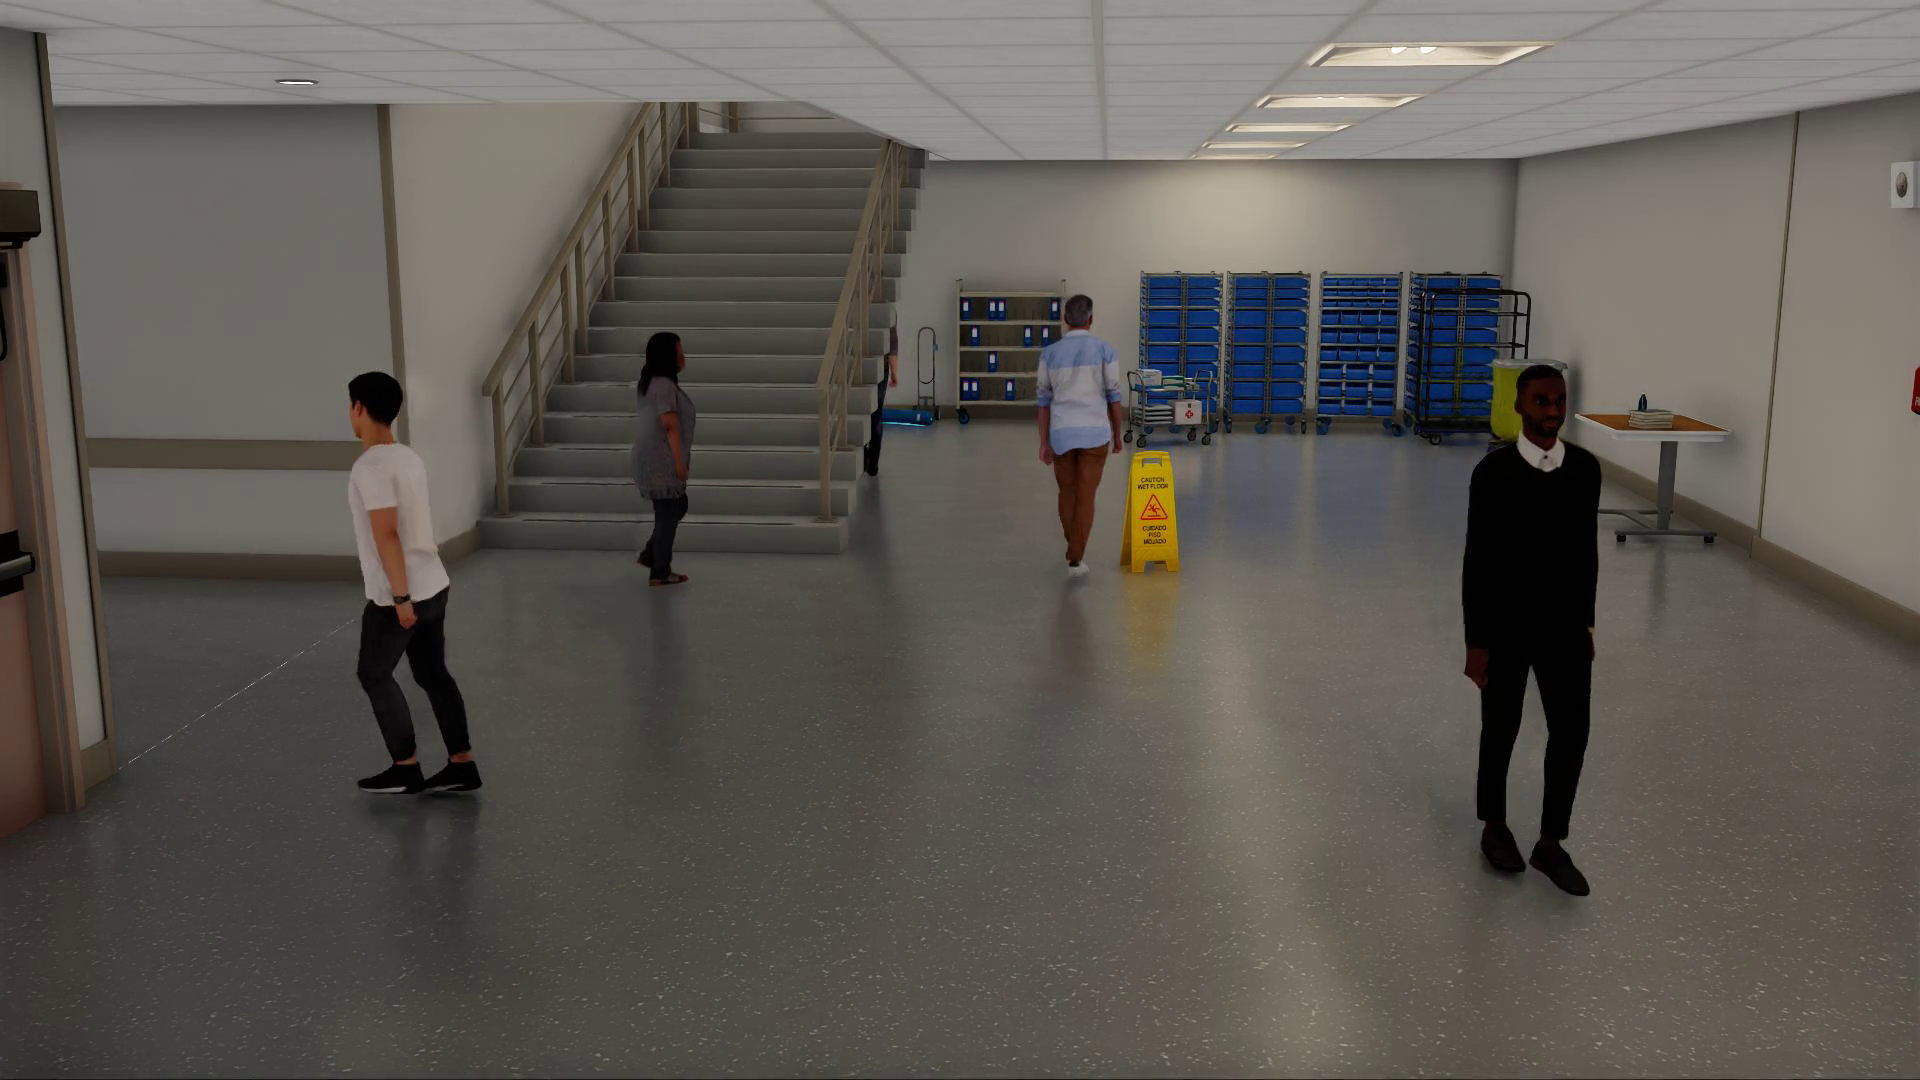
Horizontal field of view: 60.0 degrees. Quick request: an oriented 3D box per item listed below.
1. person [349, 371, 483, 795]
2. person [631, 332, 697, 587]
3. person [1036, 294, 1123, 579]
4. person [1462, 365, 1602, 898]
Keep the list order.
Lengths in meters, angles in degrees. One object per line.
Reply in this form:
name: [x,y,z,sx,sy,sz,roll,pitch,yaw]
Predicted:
person: [-2.126,0.197,6.548,0.714,1.686,0.652,0,11,-1]
person: [-1.945,-0.498,10.463,0.821,1.593,0.740,-5,12,-26]
person: [0.753,-0.628,10.652,0.868,1.777,1.219,3,11,18]
person: [1.947,0.279,5.836,0.762,1.790,0.856,-1,11,-5]
